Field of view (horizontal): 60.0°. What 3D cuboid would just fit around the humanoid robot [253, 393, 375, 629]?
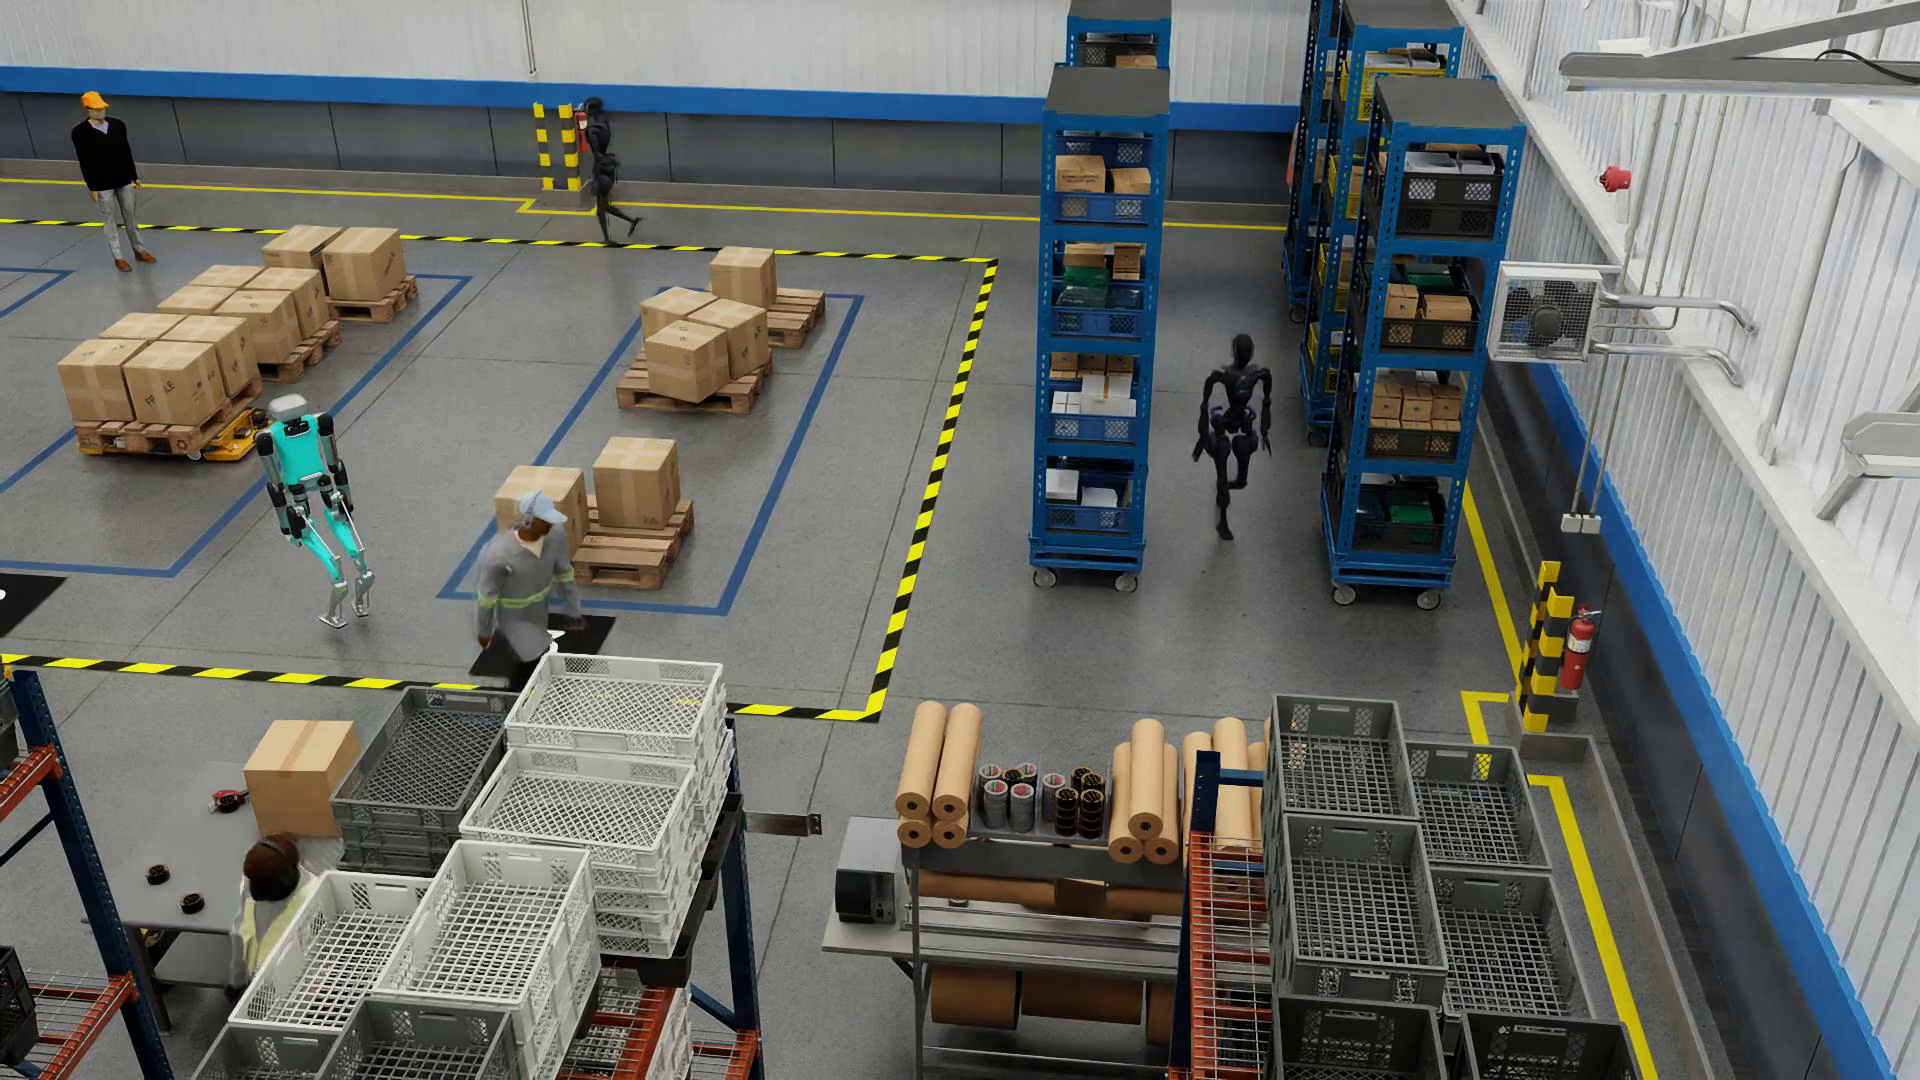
[{"bbox_3d":[-4.310,-0.136,11.316,0.533,1.675,0.735,-25,38,-36],"label":"humanoid robot"}]

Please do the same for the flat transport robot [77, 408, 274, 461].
[{"bbox_3d":[-6.728,-0.944,14.268,1.431,0.197,0.652,3,30,6],"label":"flat transport robot"}]

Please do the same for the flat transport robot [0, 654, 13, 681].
[{"bbox_3d":[-7.142,0.969,11.010,1.431,0.231,0.659,3,30,6],"label":"flat transport robot"}]

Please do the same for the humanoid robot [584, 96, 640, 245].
[{"bbox_3d":[-3.843,-4.026,18.199,0.475,1.642,0.594,-2,30,-4],"label":"humanoid robot"}]

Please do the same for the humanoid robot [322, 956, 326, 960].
[{"bbox_3d":[-2.452,2.376,7.200,0.598,1.634,0.594,-23,37,-34],"label":"humanoid robot"}]

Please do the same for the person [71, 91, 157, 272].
[{"bbox_3d":[-8.963,-3.798,17.593,0.361,1.884,0.587,19,35,29],"label":"person"}]

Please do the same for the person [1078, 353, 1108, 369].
[{"bbox_3d":[1.105,-1.130,12.954,0.360,1.939,0.634,-11,32,-17],"label":"person"}]

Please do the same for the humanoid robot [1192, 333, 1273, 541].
[{"bbox_3d":[2.072,-0.857,12.761,0.616,1.631,0.613,-5,31,-8],"label":"humanoid robot"}]

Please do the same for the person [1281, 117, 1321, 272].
[{"bbox_3d":[3.619,-3.779,17.492,0.369,1.958,0.595,5,31,9],"label":"person"}]

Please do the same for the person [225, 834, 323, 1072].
[{"bbox_3d":[-3.036,2.082,7.556,0.662,1.820,0.612,24,38,35],"label":"person"}]

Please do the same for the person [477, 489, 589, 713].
[{"bbox_3d":[-2.653,0.485,10.316,0.741,1.795,0.610,16,34,25],"label":"person"}]
